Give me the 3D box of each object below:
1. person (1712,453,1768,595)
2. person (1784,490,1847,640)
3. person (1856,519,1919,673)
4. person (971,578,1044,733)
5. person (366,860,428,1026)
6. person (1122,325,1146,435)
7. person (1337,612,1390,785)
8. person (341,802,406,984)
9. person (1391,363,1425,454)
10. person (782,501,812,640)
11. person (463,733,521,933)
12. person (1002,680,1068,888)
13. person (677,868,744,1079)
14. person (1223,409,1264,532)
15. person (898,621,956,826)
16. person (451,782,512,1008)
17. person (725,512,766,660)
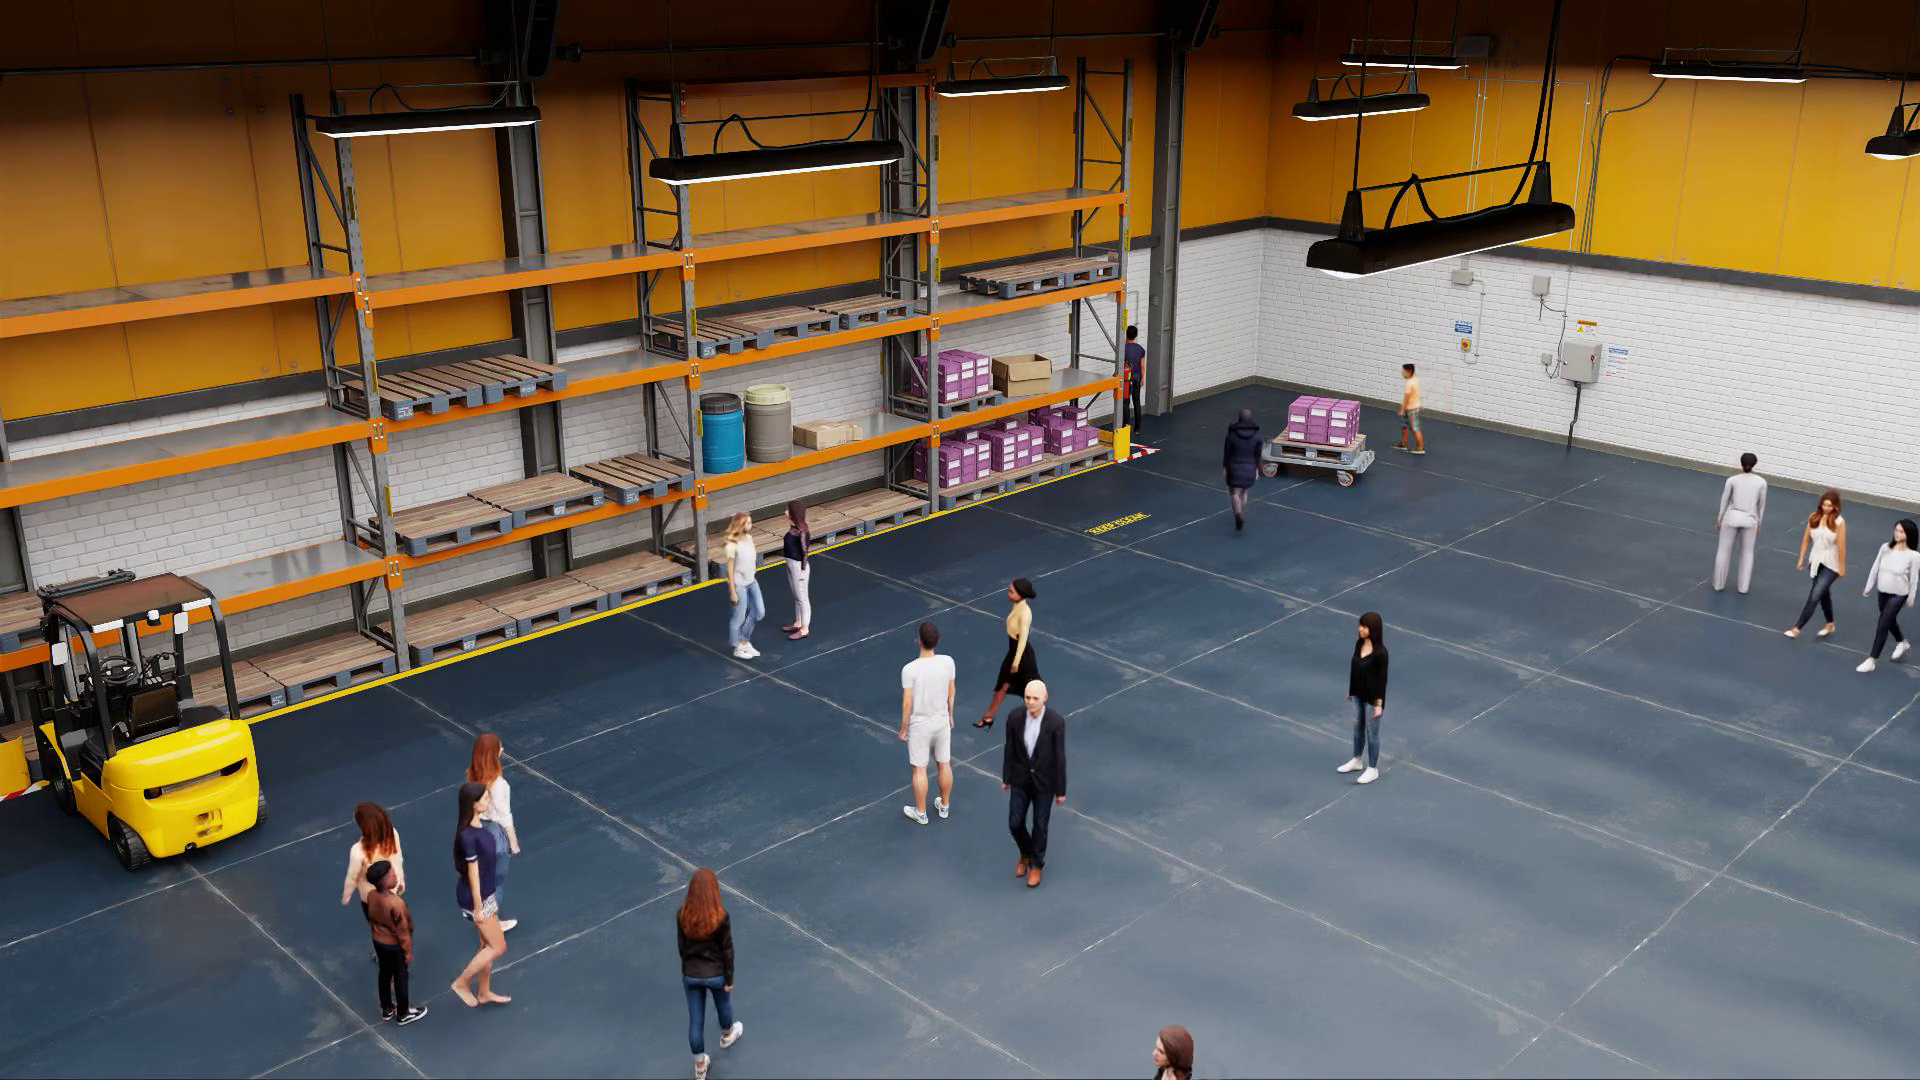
[{"bbox_3d":[9.436,-0.213,20.106,0.737,1.734,0.704,6,20,18],"label":"person"},{"bbox_3d":[9.734,0.284,18.630,1.133,1.735,0.837,-10,21,-27],"label":"person"},{"bbox_3d":[10.075,0.586,17.852,1.204,1.659,0.883,-8,20,-22],"label":"person"},{"bbox_3d":[0.671,1.165,16.195,1.081,1.620,0.919,-4,19,-13],"label":"person"},{"bbox_3d":[-4.039,2.843,11.786,0.560,1.253,0.529,11,21,29],"label":"person"},{"bbox_3d":[2.794,-2.617,27.153,0.646,1.793,0.785,-5,19,-15],"label":"person"},{"bbox_3d":[3.770,1.433,15.361,0.597,1.645,0.629,-11,21,-28],"label":"person"},{"bbox_3d":[-4.216,2.601,12.175,0.744,1.463,0.703,10,21,27],"label":"person"},{"bbox_3d":[7.147,-2.048,26.039,0.741,1.426,0.774,12,22,31],"label":"person"},{"bbox_3d":[-1.839,0.326,18.707,0.672,1.607,0.674,-6,20,-18],"label":"person"},{"bbox_3d":[-3.651,2.288,12.709,0.586,1.716,0.655,15,24,37],"label":"person"},{"bbox_3d":[0.623,1.939,13.627,0.822,1.793,0.827,5,19,14],"label":"person"},{"bbox_3d":[-1.728,2.946,11.166,0.835,1.454,0.911,1,19,2],"label":"person"},{"bbox_3d":[3.779,-0.923,22.340,1.047,1.654,1.106,0,19,0],"label":"person"},{"bbox_3d":[-0.272,1.592,14.559,0.619,1.856,0.803,-10,21,-27],"label":"person"},{"bbox_3d":[-3.520,2.562,11.845,0.799,1.749,0.743,-3,19,-9],"label":"person"},{"bbox_3d":[-2.444,0.497,18.042,0.814,1.707,0.712,8,20,23],"label":"person"}]
